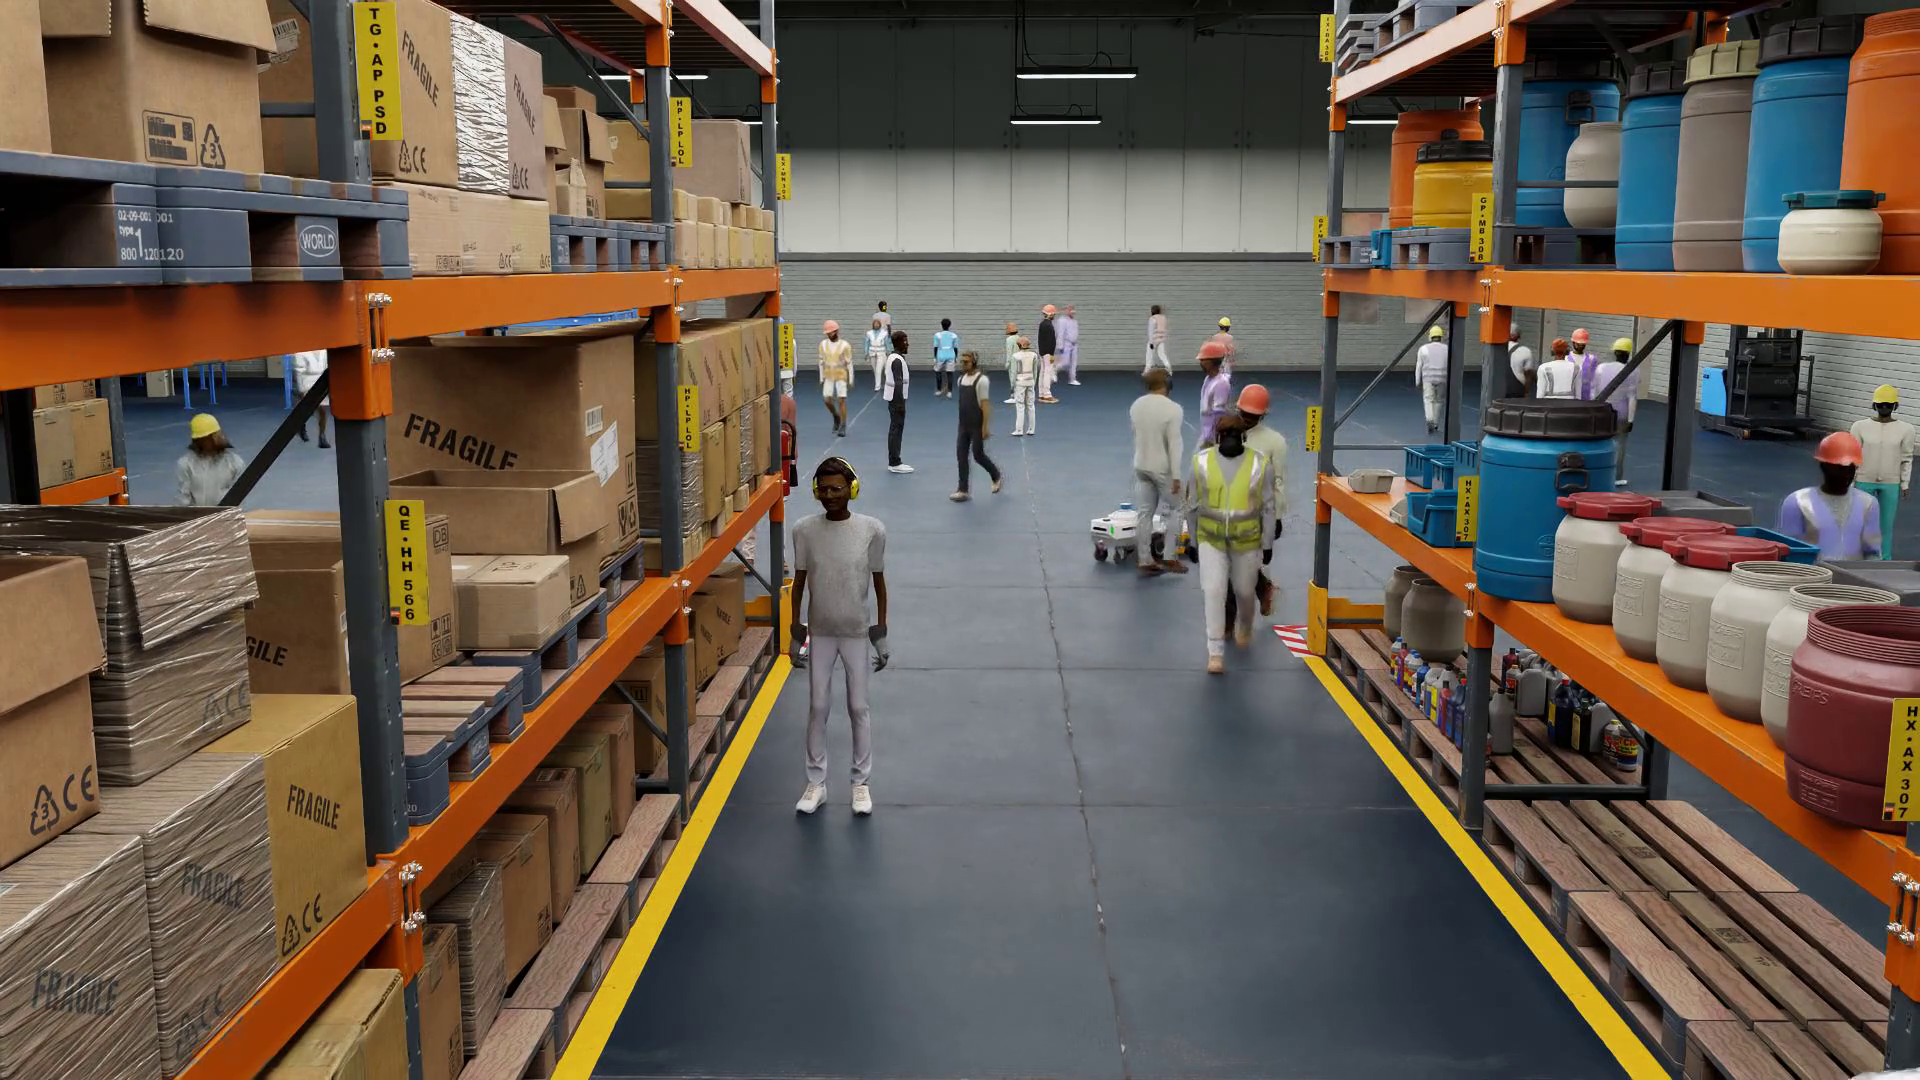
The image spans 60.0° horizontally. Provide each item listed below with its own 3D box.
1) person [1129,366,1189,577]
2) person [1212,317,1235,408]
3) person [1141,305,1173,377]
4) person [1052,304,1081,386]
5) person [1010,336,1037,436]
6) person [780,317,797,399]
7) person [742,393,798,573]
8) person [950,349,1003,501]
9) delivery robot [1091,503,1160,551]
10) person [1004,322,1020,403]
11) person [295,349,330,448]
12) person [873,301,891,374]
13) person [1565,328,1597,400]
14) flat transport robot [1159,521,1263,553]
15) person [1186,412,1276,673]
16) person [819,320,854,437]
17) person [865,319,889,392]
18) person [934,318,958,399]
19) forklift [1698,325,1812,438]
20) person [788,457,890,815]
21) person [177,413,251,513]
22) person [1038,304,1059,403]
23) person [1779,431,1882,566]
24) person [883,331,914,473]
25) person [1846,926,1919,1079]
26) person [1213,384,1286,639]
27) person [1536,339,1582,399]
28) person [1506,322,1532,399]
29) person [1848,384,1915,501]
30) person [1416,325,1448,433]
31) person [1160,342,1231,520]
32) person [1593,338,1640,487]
[{"bbox_3d":[1.853,-0.628,15.185,0.563,1.918,0.639,-9,13,-42],"label":"person"},{"bbox_3d":[5.211,-3.510,32.888,0.314,1.769,0.524,-9,13,-42],"label":"person"},{"bbox_3d":[4.941,-4.977,41.568,0.625,1.809,0.925,-8,12,-39],"label":"person"},{"bbox_3d":[2.492,-4.560,38.823,0.646,1.888,0.647,8,12,40],"label":"person"},{"bbox_3d":[1.057,-2.538,27.450,0.510,1.639,0.308,-6,11,-32],"label":"person"},{"bbox_3d":[-3.002,-2.738,27.720,0.601,1.948,0.386,-5,11,-27],"label":"person"},{"bbox_3d":[-1.793,-0.689,15.310,0.614,1.993,0.395,-2,10,-10],"label":"person"},{"bbox_3d":[0.191,-1.401,20.098,0.523,1.823,0.726,9,13,44],"label":"person"},{"bbox_3d":[1.589,-0.112,16.008,0.707,0.478,0.477,-8,12,-40],"label":"delivery robot"},{"bbox_3d":[1.070,-3.613,33.906,0.285,1.631,0.501,5,11,28],"label":"person"},{"bbox_3d":[-10.040,-2.395,25.790,0.651,1.920,0.541,9,13,42],"label":"person"},{"bbox_3d":[-1.994,-5.186,42.657,0.514,1.859,0.332,4,10,21],"label":"person"},{"bbox_3d":[8.632,-1.996,23.326,0.562,1.933,0.417,1,10,5],"label":"person"},{"bbox_3d":[2.364,-0.054,16.783,1.431,0.197,0.652,-6,11,-34],"label":"flat transport robot"},{"bbox_3d":[1.928,-0.018,11.839,0.634,1.815,0.811,2,10,13],"label":"person"},{"bbox_3d":[-2.034,-2.658,27.348,0.647,1.911,0.434,2,10,14],"label":"person"},{"bbox_3d":[-1.847,-4.132,37.132,0.525,1.598,0.877,2,10,10],"label":"person"},{"bbox_3d":[-0.324,-3.842,35.166,0.551,1.666,0.752,-2,10,-14],"label":"person"},{"bbox_3d":[13.248,-3.165,27.620,1.129,2.768,1.873,0,9,1],"label":"forklift"},{"bbox_3d":[-0.626,0.493,8.610,0.533,1.868,0.310,1,10,4],"label":"person"},{"bbox_3d":[-5.659,-0.115,12.665,0.502,1.718,0.420,-4,10,-23],"label":"person"},{"bbox_3d":[1.803,-3.820,34.064,0.388,1.992,0.625,-3,10,-17],"label":"person"},{"bbox_3d":[5.063,0.309,9.668,0.561,1.884,0.980,0,9,-1],"label":"person"},{"bbox_3d":[-0.854,-1.899,22.785,0.391,1.920,0.593,-1,10,-8],"label":"person"},{"bbox_3d":[1.653,1.455,2.676,0.607,1.931,0.532,0,9,0],"label":"person"},{"bbox_3d":[2.234,-0.249,12.830,0.634,1.942,0.908,8,13,41],"label":"person"},{"bbox_3d":[7.649,-1.632,21.296,0.574,1.881,0.358,0,9,0],"label":"person"},{"bbox_3d":[7.940,-2.172,24.183,0.701,2.000,0.682,6,11,34],"label":"person"},{"bbox_3d":[8.243,-0.512,14.934,0.525,1.769,0.315,4,10,22],"label":"person"},{"bbox_3d":[7.939,-2.677,27.811,0.604,1.809,0.778,1,10,9],"label":"person"},{"bbox_3d":[2.771,-1.180,18.279,1.043,1.989,0.628,-2,10,-10],"label":"person"},{"bbox_3d":[8.281,-1.615,21.134,0.717,1.901,0.612,-9,13,-43],"label":"person"}]
